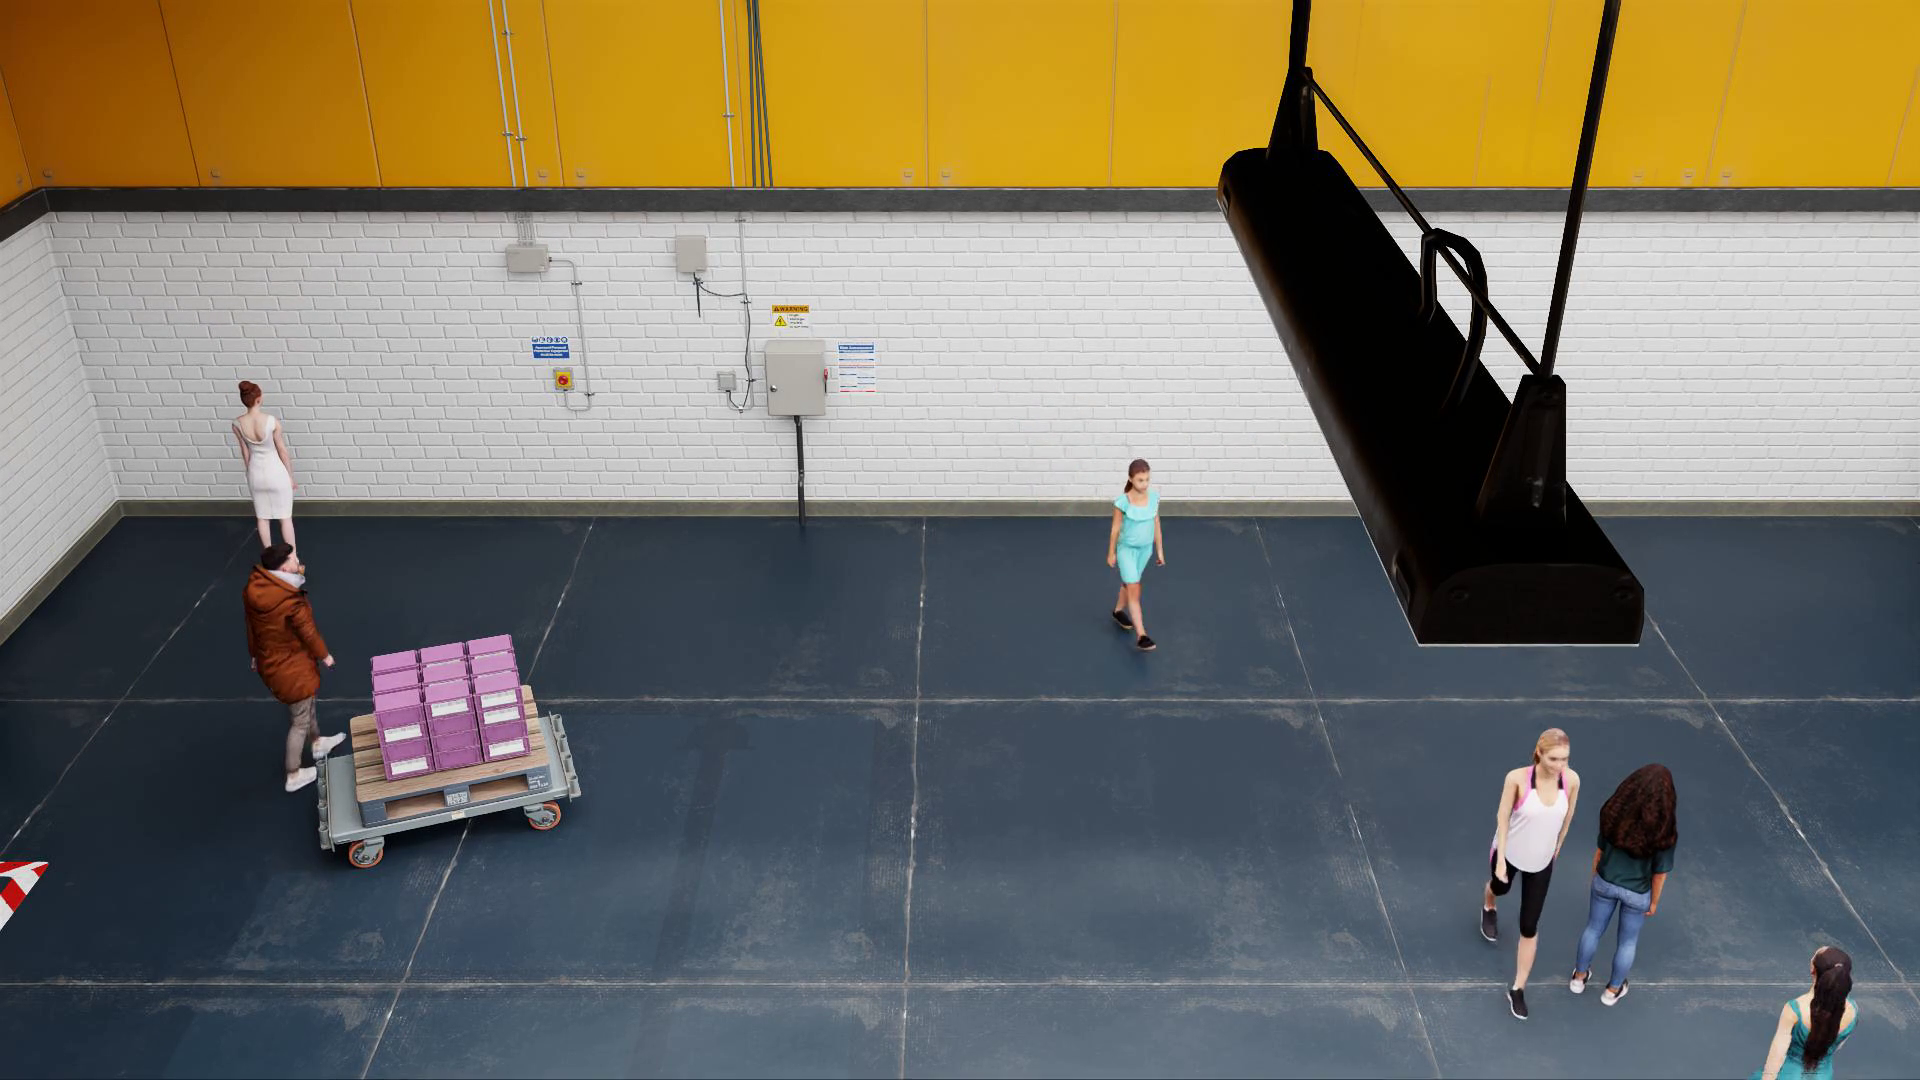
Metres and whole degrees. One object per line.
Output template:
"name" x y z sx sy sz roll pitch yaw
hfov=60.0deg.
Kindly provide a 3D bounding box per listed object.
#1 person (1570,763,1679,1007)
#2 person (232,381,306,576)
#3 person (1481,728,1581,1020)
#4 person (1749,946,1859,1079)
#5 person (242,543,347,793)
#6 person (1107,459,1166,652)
"person" 3.779 1.958 9.463 0.706 1.615 0.753 20 34 32
"person" -5.732 -0.492 13.766 0.554 1.795 0.487 1 29 1
"person" 3.235 1.781 9.655 0.702 1.742 1.208 3 29 5
"person" 4.073 2.717 8.037 0.594 1.648 0.996 1 29 2
"person" -4.585 0.906 11.188 0.943 1.809 1.016 18 33 29
"person" 1.332 0.050 13.051 0.815 1.529 1.055 -12 31 -21
